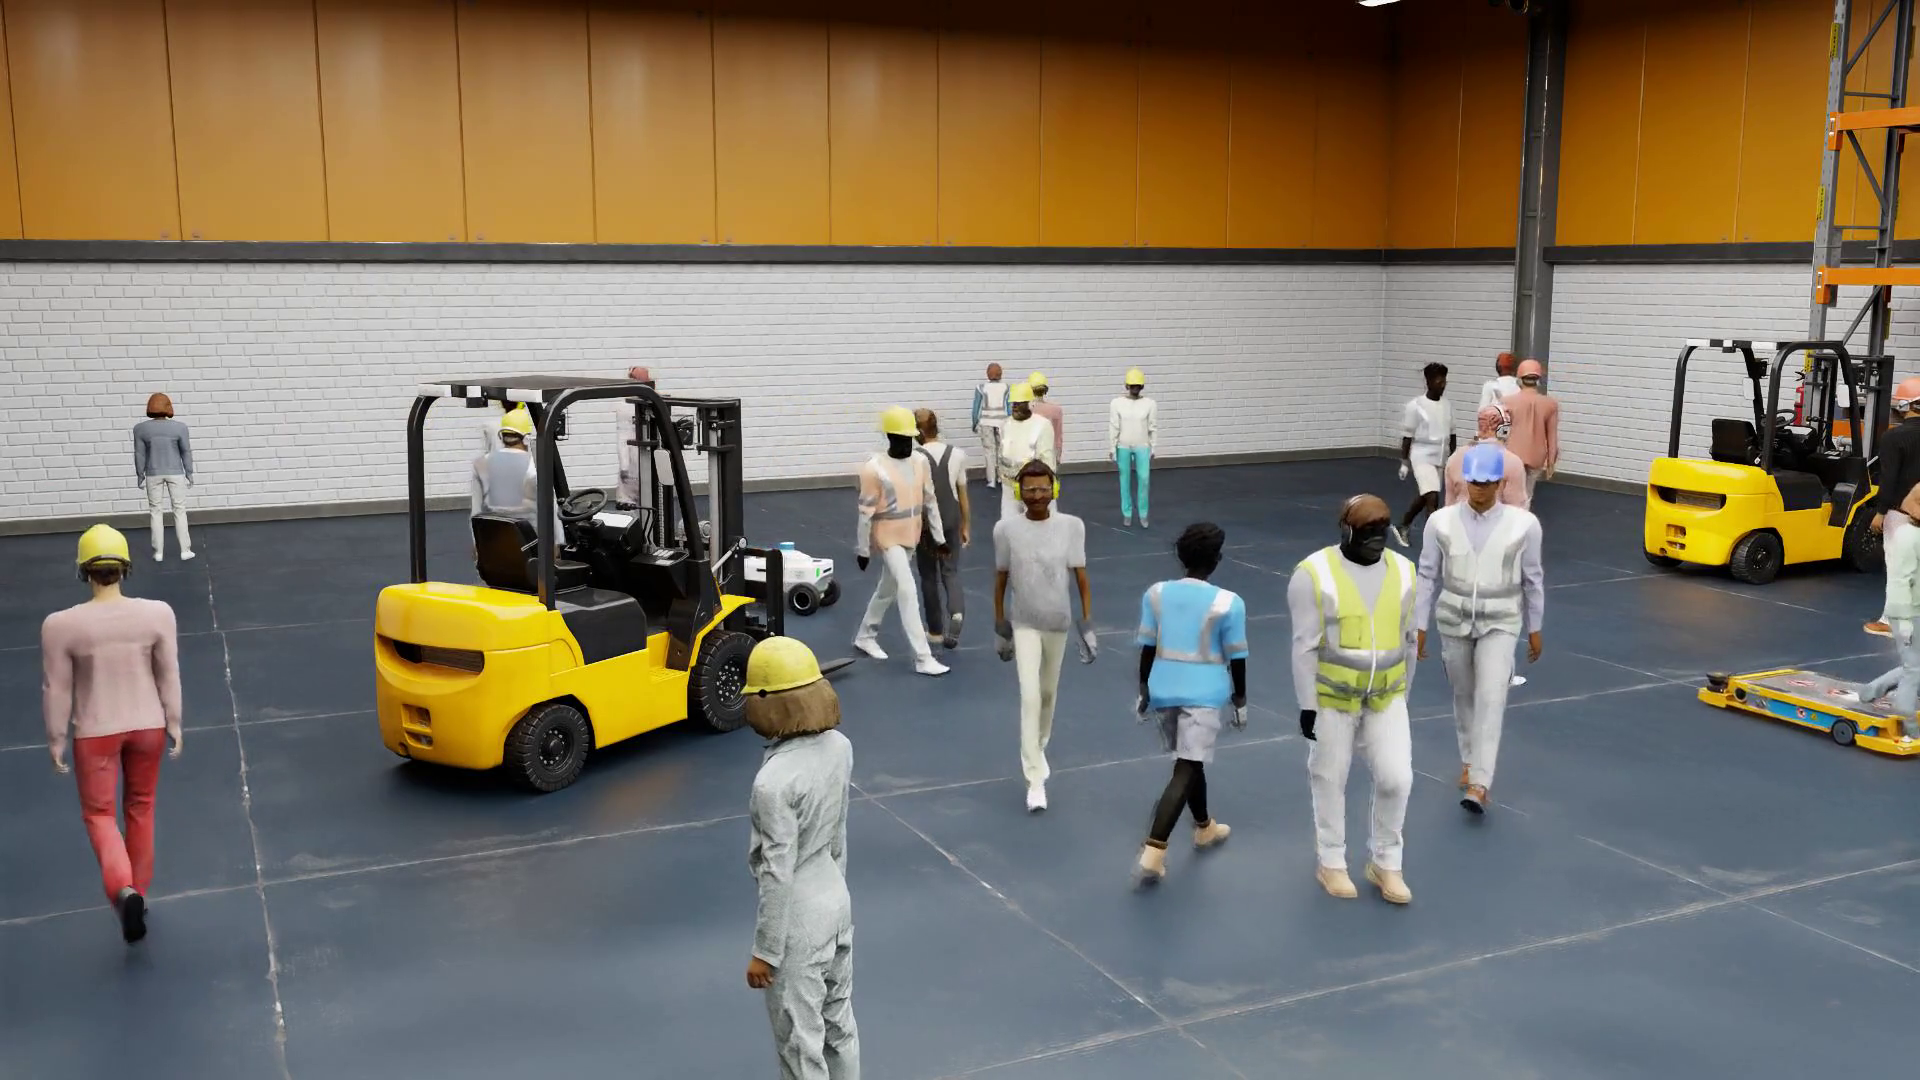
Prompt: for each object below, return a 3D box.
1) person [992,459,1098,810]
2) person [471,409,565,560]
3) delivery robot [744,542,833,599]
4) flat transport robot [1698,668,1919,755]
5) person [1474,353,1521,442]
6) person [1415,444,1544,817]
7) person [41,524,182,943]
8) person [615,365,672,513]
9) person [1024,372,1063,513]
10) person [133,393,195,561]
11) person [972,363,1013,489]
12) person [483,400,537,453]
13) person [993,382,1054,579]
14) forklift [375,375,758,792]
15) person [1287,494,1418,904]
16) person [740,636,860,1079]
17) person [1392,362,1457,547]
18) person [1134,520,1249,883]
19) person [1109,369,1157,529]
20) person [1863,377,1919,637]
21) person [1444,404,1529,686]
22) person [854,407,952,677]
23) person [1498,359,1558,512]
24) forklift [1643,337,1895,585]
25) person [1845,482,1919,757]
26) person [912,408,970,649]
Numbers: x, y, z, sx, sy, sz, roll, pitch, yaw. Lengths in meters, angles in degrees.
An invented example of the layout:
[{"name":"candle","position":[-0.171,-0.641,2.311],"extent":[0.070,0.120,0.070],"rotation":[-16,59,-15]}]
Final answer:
[{"name":"person","position":[0.442,0.466,8.893],"extent":[0.531,1.824,0.975],"rotation":[-1,9,-5]},{"name":"person","position":[-3.166,-0.045,12.072],"extent":[0.631,1.806,0.721],"rotation":[1,9,6]},{"name":"delivery robot","position":[-1.421,0.262,13.767],"extent":[0.707,0.478,0.477],"rotation":[3,10,19]},{"name":"flat transport robot","position":[5.361,1.021,10.222],"extent":[0.652,0.197,1.431],"rotation":[-4,10,-25]},{"name":"person","position":[6.373,-1.291,19.720],"extent":[0.606,1.832,0.951],"rotation":[-2,9,-13]},{"name":"person","position":[2.667,0.458,8.649],"extent":[0.646,1.899,0.986],"rotation":[5,10,27]},{"name":"person","position":[-3.533,0.808,6.993],"extent":[0.528,1.746,0.713],"rotation":[-7,12,-38]},{"name":"person","position":[-3.193,-0.780,16.426],"extent":[0.652,1.883,0.763],"rotation":[-8,12,-40]},{"name":"person","position":[0.808,-0.855,17.235],"extent":[0.525,1.772,0.304],"rotation":[-2,9,-14]},{"name":"person","position":[-7.709,-0.610,16.127],"extent":[0.507,1.631,0.273],"rotation":[-3,10,-19]},{"name":"person","position":[0.409,-1.490,21.658],"extent":[0.524,1.616,0.734],"rotation":[-2,9,-11]},{"name":"person","position":[-3.827,-0.402,14.151],"extent":[0.541,1.855,0.460],"rotation":[2,9,14]},{"name":"person","position":[0.635,-0.571,15.402],"extent":[0.598,1.801,0.879],"rotation":[5,11,30]},{"name":"forklift","position":[-2.268,0.149,9.685],"extent":[1.214,2.155,2.313],"rotation":[6,11,32]},{"name":"person","position":[1.764,0.713,7.328],"extent":[0.625,1.824,0.580],"rotation":[-1,9,-8]},{"name":"person","position":[-0.496,1.139,4.963],"extent":[0.308,1.736,0.484],"rotation":[4,10,21]},{"name":"person","position":[4.632,-0.821,16.569],"extent":[0.616,1.925,0.992],"rotation":[-5,10,-26]},{"name":"person","position":[1.054,0.735,7.734],"extent":[0.534,1.652,0.884],"rotation":[8,12,39]},{"name":"person","position":[1.884,-0.986,18.138],"extent":[0.530,1.745,0.605],"rotation":[1,9,4]},{"name":"person","position":[7.258,-0.247,12.753],"extent":[0.612,1.996,0.388],"rotation":[-3,9,-15]},{"name":"person","position":[3.599,0.032,11.295],"extent":[0.405,1.910,0.641],"rotation":[-6,11,-32]},{"name":"person","position":[-0.449,-0.011,11.719],"extent":[1.033,1.870,0.598],"rotation":[7,12,39]},{"name":"person","position":[5.531,-0.802,16.378],"extent":[0.608,1.943,1.030],"rotation":[-1,9,-5]},{"name":"forklift","position":[7.551,-0.789,15.507],"extent":[2.313,2.155,1.214],"rotation":[-4,10,-25]},{"name":"person","position":[5.501,0.441,9.660],"extent":[0.523,1.618,0.565],"rotation":[-8,12,-39]},{"name":"person","position":[-0.149,-0.065,12.237],"extent":[0.545,1.802,0.722],"rotation":[-3,10,-20]}]
